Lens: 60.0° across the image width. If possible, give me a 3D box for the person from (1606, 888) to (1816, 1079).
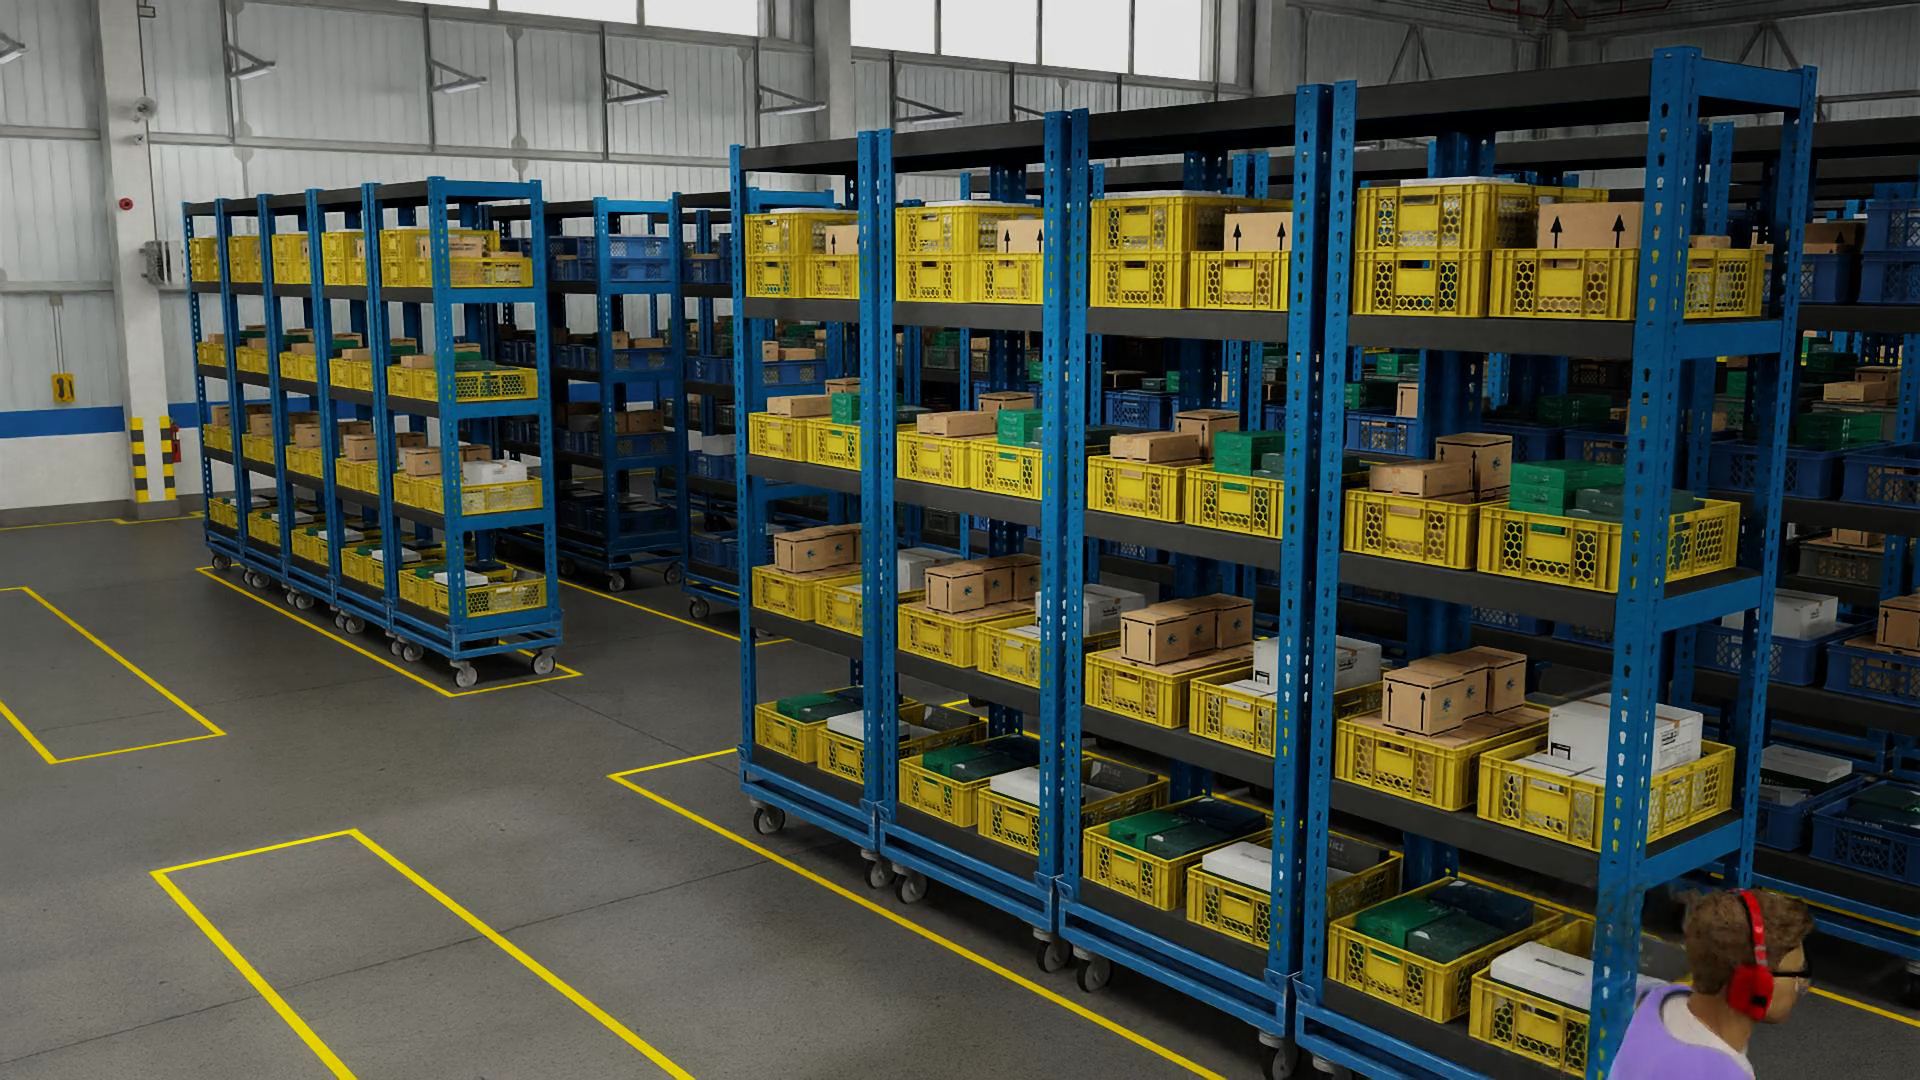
[{"bbox_3d":[1.567,1.569,3.367,0.935,1.805,0.591,1,9,6],"label":"person"}]
